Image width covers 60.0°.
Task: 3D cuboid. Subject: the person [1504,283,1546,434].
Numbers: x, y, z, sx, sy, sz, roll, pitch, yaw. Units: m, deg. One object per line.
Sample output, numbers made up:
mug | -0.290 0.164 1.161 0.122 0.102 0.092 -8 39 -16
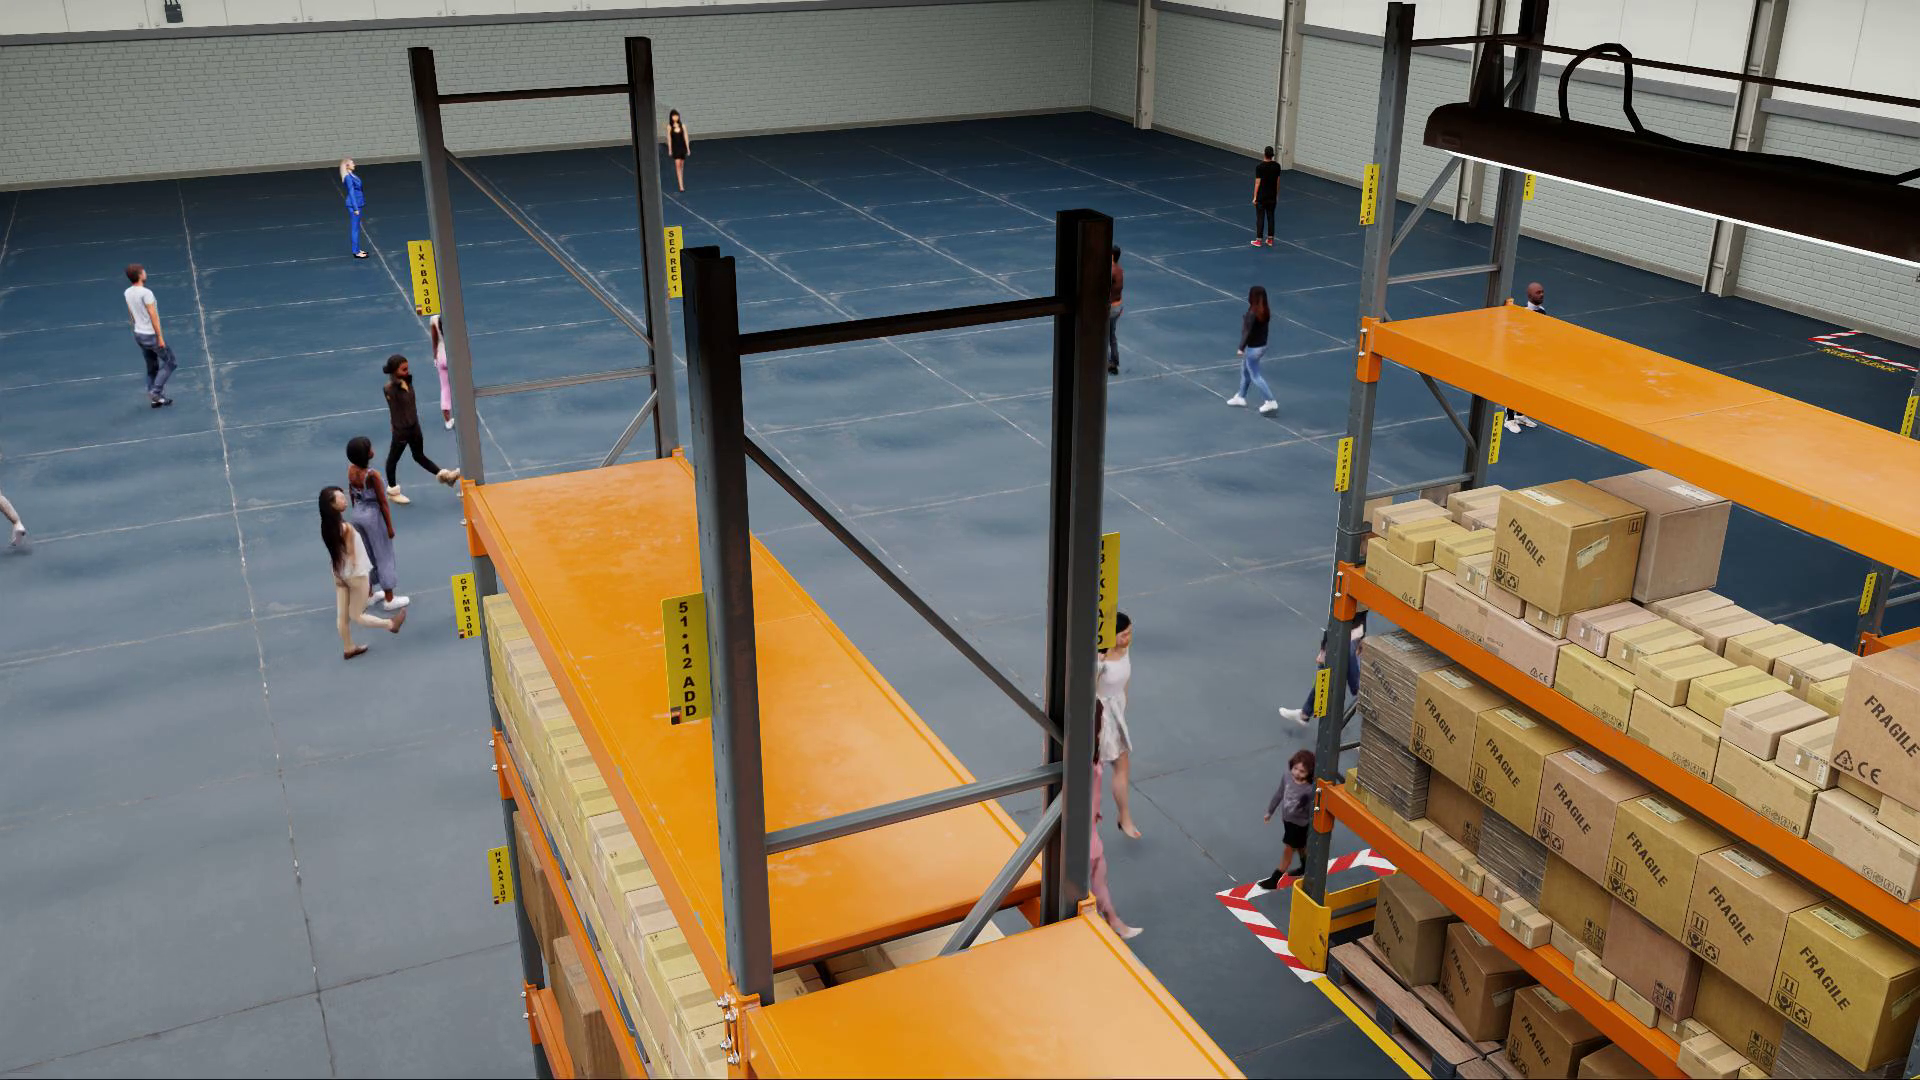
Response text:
person | 6.954 -2.266 20.400 0.711 1.828 0.628 -17 28 -35

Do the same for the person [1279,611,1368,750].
person | 3.114 0.892 13.100 1.279 1.730 0.950 19 30 37

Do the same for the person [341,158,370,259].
person | -10.489 -5.751 28.759 0.703 1.700 0.506 -8 24 -18

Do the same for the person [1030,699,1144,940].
person | 0.664 1.853 10.785 0.944 1.772 1.019 -1 23 -2

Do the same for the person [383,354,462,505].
person | -5.923 -1.186 18.094 1.069 1.646 1.044 13 26 27

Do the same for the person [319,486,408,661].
person | -5.296 0.262 14.676 0.839 1.655 0.826 -5 24 -11

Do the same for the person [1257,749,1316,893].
person | 2.382 1.909 11.536 0.558 1.082 0.669 -10 25 -22

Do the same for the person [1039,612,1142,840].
person | 0.962 1.310 12.122 1.274 1.725 0.998 17 28 35

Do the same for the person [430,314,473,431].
person | -6.220 -2.192 20.335 0.670 1.742 0.681 1 23 2

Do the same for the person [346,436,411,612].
person | -5.532 -0.168 15.635 0.625 1.695 0.717 12 26 26

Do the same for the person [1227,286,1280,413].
person | 3.770 -2.384 20.937 1.101 1.625 0.948 15 27 32

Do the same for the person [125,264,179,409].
person | -10.315 -2.541 21.013 0.785 1.855 0.857 11 25 24

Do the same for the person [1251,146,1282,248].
person | 5.439 -6.105 29.516 0.663 1.758 0.623 -6 24 -14

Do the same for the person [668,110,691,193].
person | -5.778 -7.994 34.152 0.596 1.607 1.041 -9 25 -19
